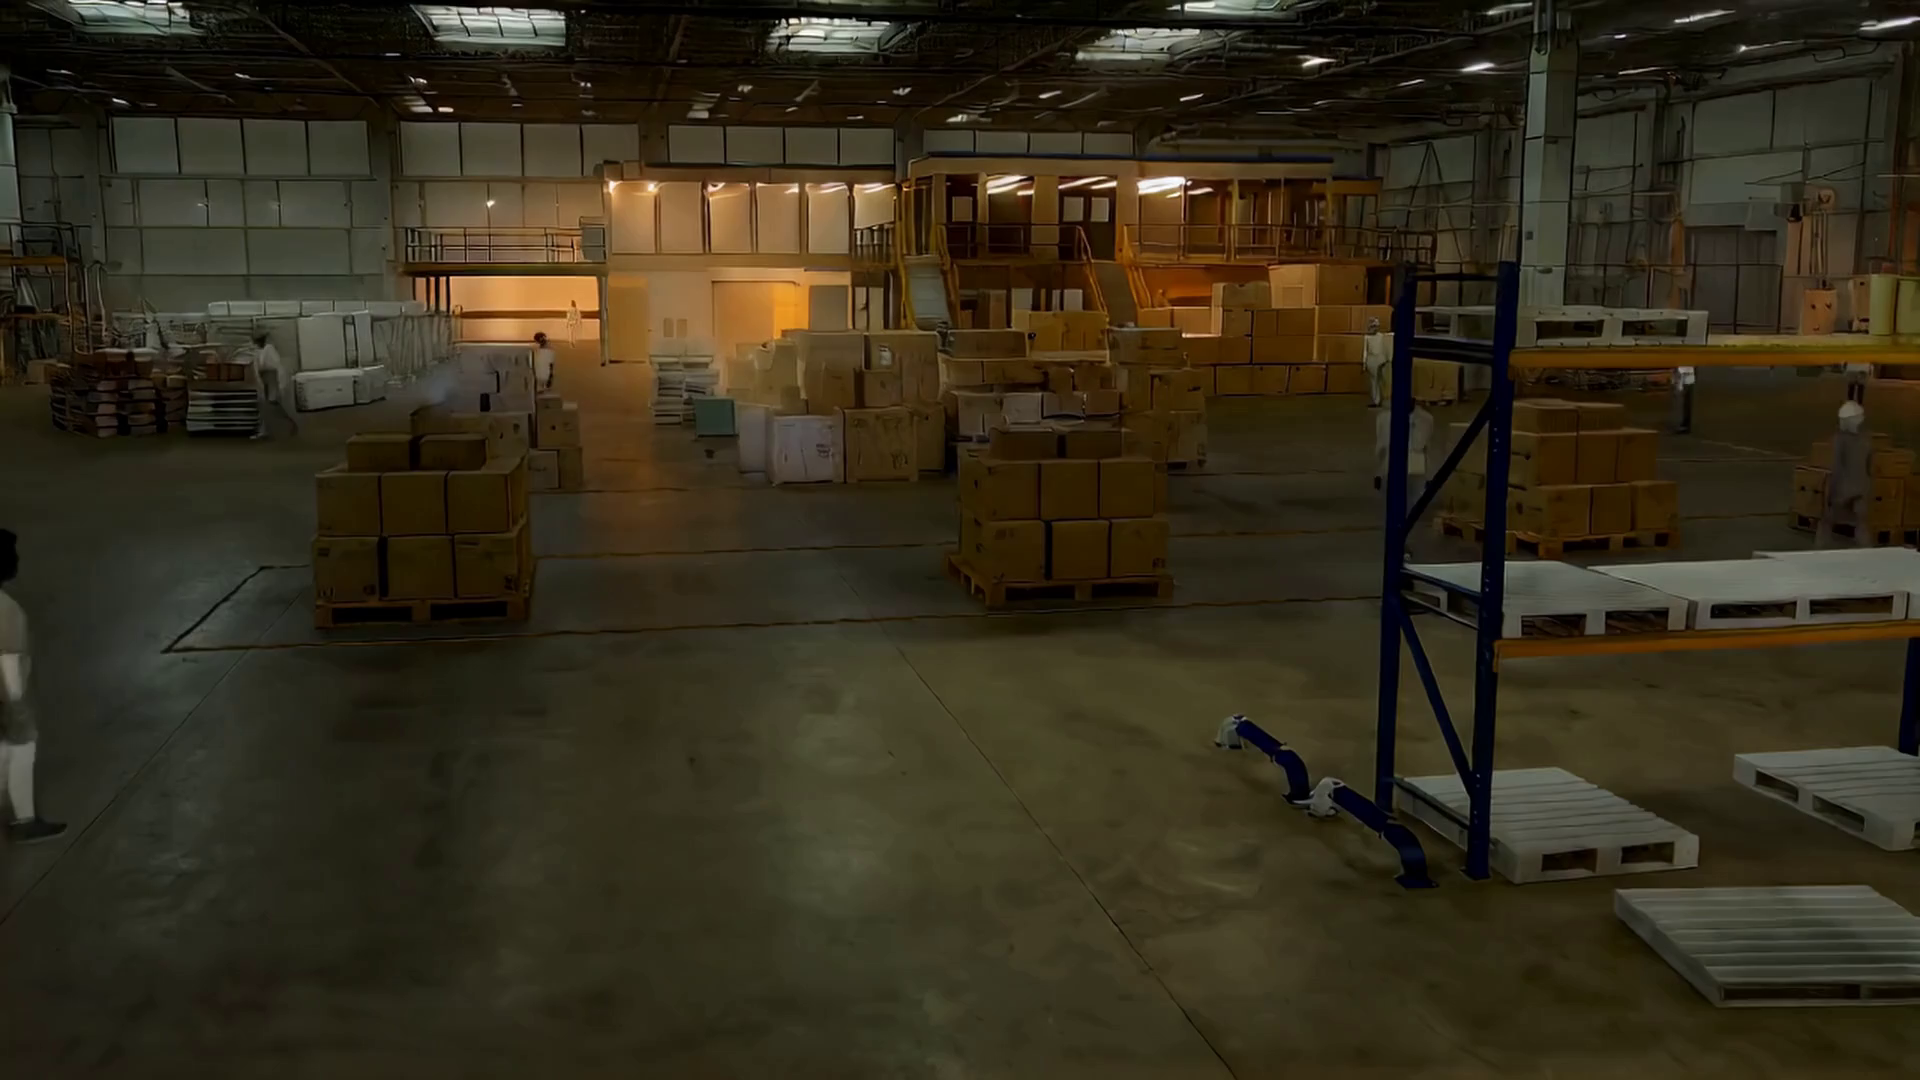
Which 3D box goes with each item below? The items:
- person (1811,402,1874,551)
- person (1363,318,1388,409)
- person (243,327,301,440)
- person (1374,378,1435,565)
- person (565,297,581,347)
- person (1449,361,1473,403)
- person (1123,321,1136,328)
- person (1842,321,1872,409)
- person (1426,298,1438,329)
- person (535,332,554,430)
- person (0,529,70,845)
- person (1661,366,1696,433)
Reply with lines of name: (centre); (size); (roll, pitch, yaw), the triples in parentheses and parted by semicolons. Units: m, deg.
person: (8.456, -0.455, 15.922); (0.545, 1.718, 0.894); (-2, 10, -15)
person: (8.852, -3.758, 35.444); (0.586, 1.923, 0.371); (-8, 12, -41)
person: (-12.091, -2.744, 29.171); (0.680, 1.965, 1.070); (7, 12, 37)
person: (4.566, -0.737, 17.145); (0.598, 1.893, 0.947); (1, 9, 9)
person: (-14.651, -8.249, 62.936); (0.579, 1.882, 0.342); (-2, 10, -13)
person: (11.014, -4.000, 37.040); (0.683, 1.895, 0.955); (-7, 12, -36)
person: (3.208, -3.146, 31.490); (0.609, 1.996, 0.383); (-7, 12, -37)
person: (18.556, -3.567, 34.374); (0.572, 1.884, 0.972); (6, 11, 34)
person: (15.910, -7.221, 56.409); (0.628, 1.972, 0.598); (6, 11, 32)
person: (-7.640, -2.939, 30.729); (0.513, 1.835, 0.941); (5, 11, 27)
person: (-4.976, 0.777, 8.519); (0.544, 1.681, 0.566); (8, 12, 40)
person: (13.071, -2.872, 30.149); (0.559, 1.892, 0.685); (8, 13, 42)
